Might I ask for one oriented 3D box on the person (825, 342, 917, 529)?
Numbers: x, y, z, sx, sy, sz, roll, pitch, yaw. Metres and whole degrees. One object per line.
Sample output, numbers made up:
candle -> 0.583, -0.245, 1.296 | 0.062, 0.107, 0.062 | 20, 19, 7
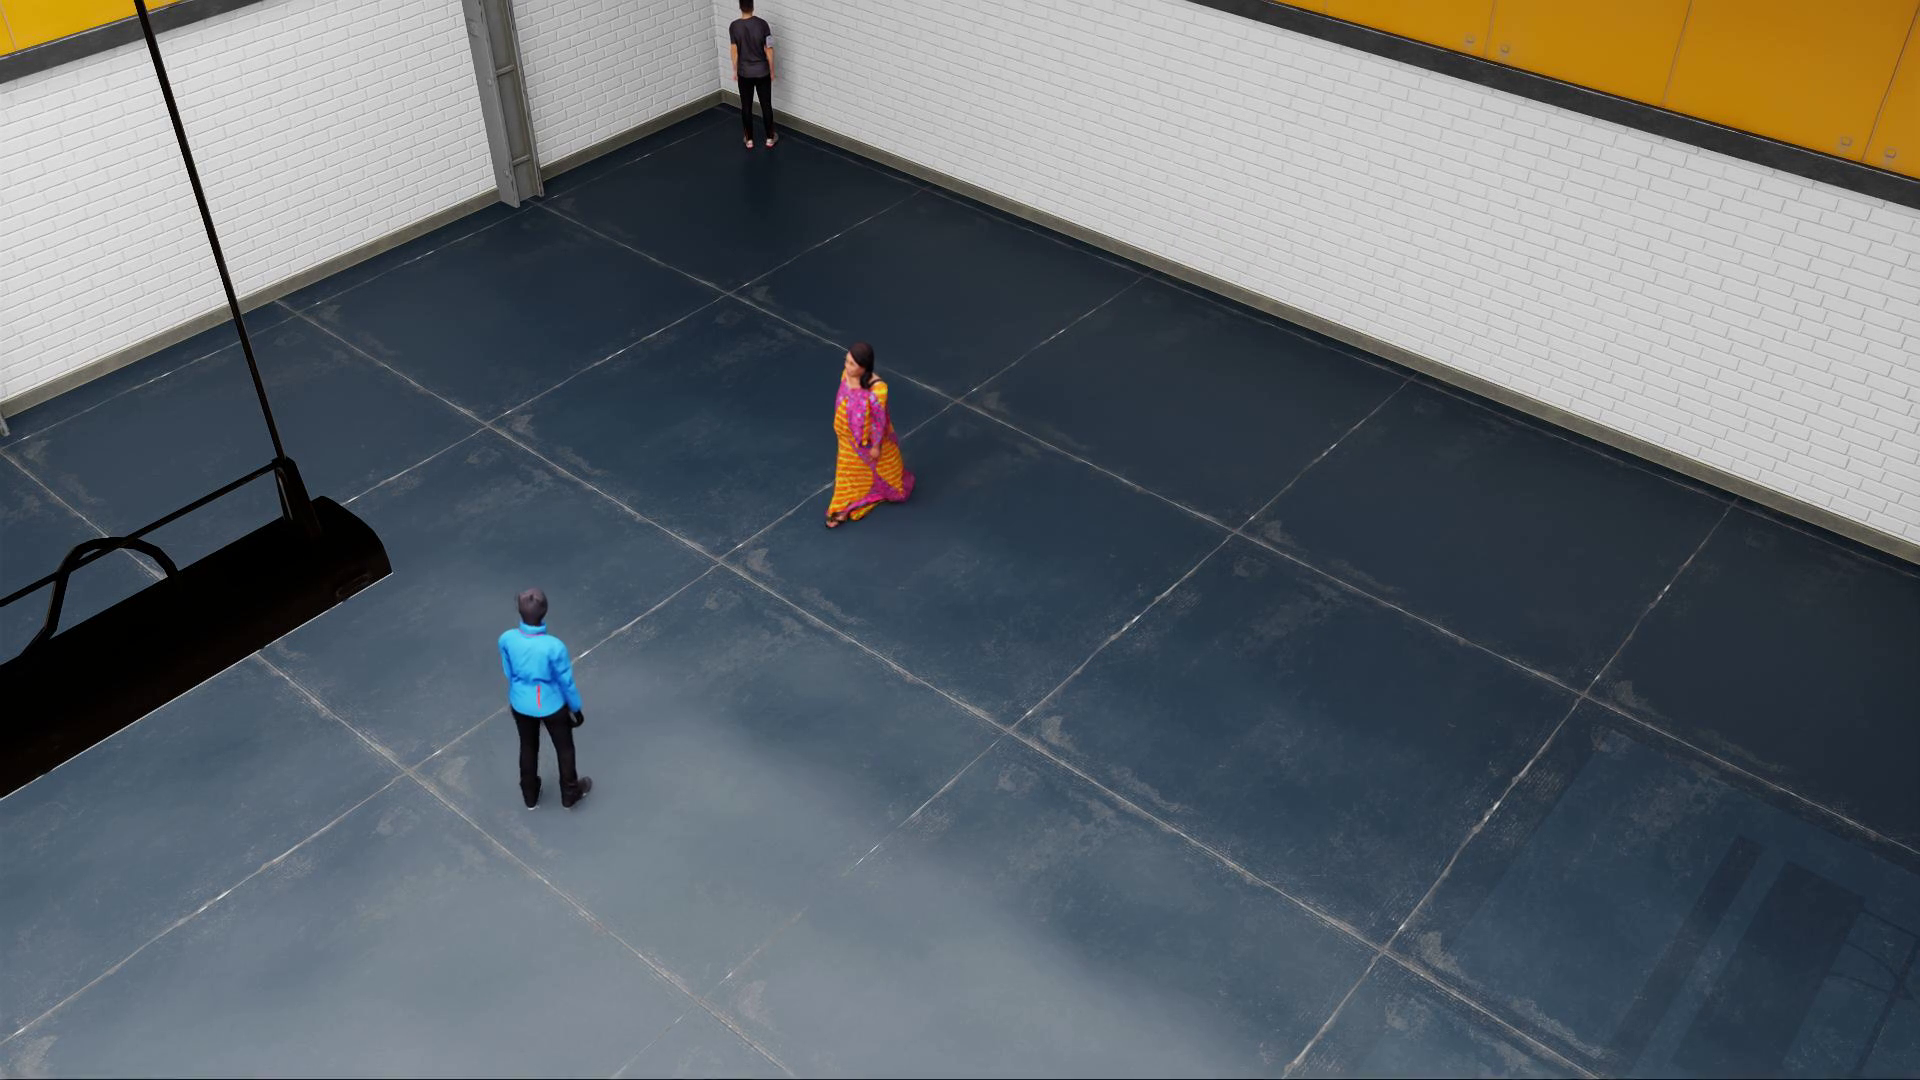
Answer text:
person -> -0.703, -0.911, 13.398 | 0.705, 1.676, 1.150 | 31, 48, 33

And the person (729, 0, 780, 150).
person -> -2.343, -5.299, 18.822 | 0.716, 1.764, 0.769 | -2, 39, -2

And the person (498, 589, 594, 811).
person -> -2.740, 1.073, 10.824 | 0.774, 1.788, 0.788 | 6, 39, 8
